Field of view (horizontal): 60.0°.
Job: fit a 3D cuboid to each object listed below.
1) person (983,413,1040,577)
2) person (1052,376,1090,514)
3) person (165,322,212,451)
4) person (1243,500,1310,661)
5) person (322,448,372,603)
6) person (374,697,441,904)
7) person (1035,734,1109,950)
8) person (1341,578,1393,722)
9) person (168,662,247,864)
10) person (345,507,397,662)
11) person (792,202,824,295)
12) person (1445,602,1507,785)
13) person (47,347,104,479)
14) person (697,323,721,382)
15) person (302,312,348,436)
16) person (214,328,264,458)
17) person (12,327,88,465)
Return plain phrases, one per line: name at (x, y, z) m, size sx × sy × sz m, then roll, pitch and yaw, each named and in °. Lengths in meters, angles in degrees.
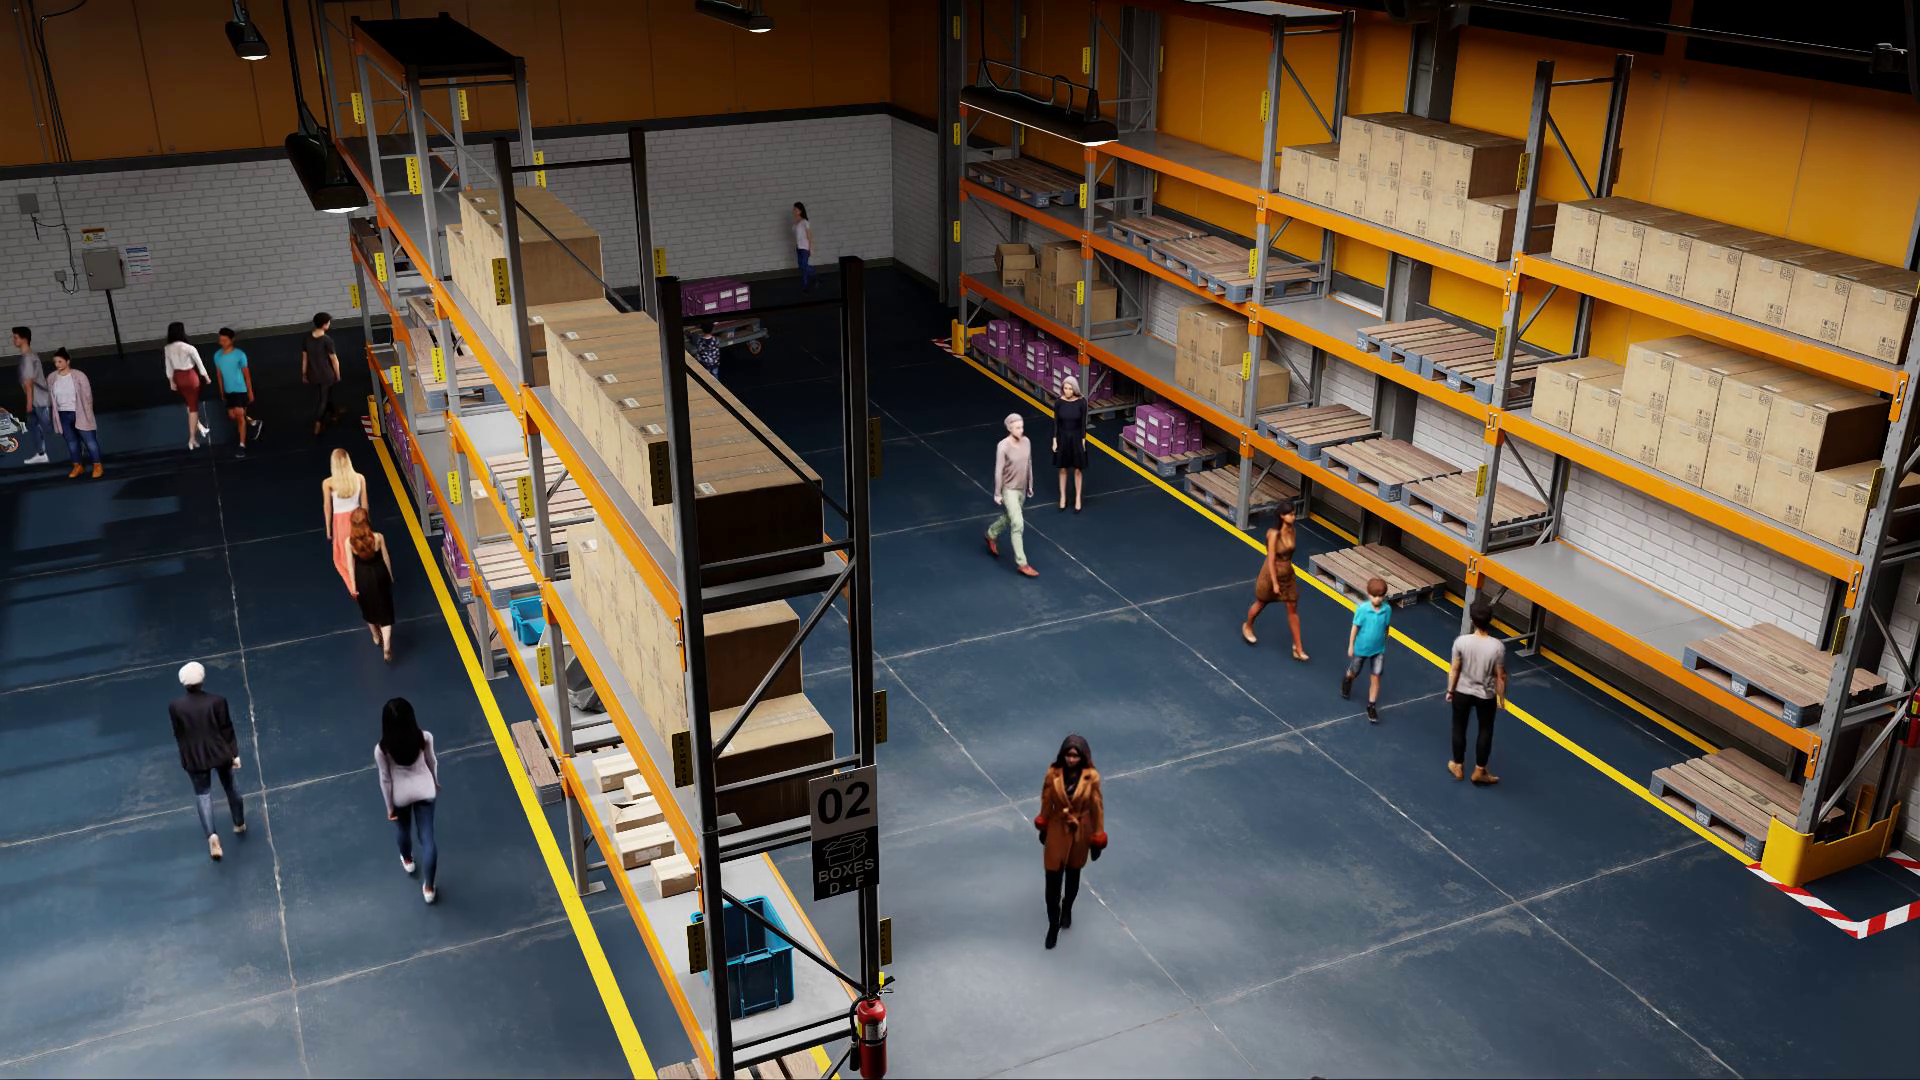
person at (0.542, -0.563, 18.884) m, size 0.962 × 1.847 × 1.308 m, roll -22°, pitch 32°, yaw -40°
person at (1.355, -1.176, 20.419) m, size 0.723 × 1.740 × 0.758 m, roll 4°, pitch 24°, yaw 9°
person at (-10.441, -2.053, 22.446) m, size 0.885 × 1.723 × 1.013 m, roll 2°, pitch 24°, yaw 5°
person at (3.170, 0.390, 16.955) m, size 0.664 × 1.646 × 1.074 m, roll -15°, pitch 28°, yaw -31°
person at (-6.544, -0.097, 17.893) m, size 0.706 × 1.787 × 0.929 m, roll -15°, pitch 28°, yaw -30°
person at (-4.268, 2.071, 13.033) m, size 0.606 × 1.707 × 0.941 m, roll -10°, pitch 26°, yaw -22°
person at (0.843, 2.218, 12.702) m, size 0.929 × 1.702 × 0.988 m, roll 4°, pitch 24°, yaw 8°
person at (3.894, 0.977, 15.886) m, size 0.753 × 1.425 × 0.962 m, roll 0°, pitch 24°, yaw -1°
person at (-6.127, 1.824, 13.661) m, size 0.789 × 1.754 × 1.001 m, roll -7°, pitch 25°, yaw -15°
person at (-5.951, 0.458, 16.855) m, size 0.627 × 1.601 × 1.031 m, roll -9°, pitch 25°, yaw -19°
person at (-2.713, -5.215, 29.758) m, size 0.728 × 1.660 × 0.720 m, roll -15°, pitch 28°, yaw -31°
person at (4.562, 1.357, 14.662) m, size 0.770 × 1.710 × 0.826 m, roll 12°, pitch 26°, yaw 26°
person at (-11.440, -1.649, 21.496) m, size 0.778 × 1.743 × 0.768 m, roll -1°, pitch 24°, yaw -2°
person at (-3.682, -2.643, 24.390) m, size 0.504 × 1.248 × 0.488 m, roll -8°, pitch 25°, yaw -17°
person at (-8.885, -2.273, 23.031) m, size 1.052 × 1.659 × 1.145 m, roll 6°, pitch 24°, yaw 13°
person at (-9.658, -2.012, 22.318) m, size 0.943 × 1.751 × 1.061 m, roll 4°, pitch 24°, yaw 9°
person at (-12.032, -1.891, 21.901) m, size 0.844 × 1.863 × 1.070 m, roll -16°, pitch 28°, yaw -32°
